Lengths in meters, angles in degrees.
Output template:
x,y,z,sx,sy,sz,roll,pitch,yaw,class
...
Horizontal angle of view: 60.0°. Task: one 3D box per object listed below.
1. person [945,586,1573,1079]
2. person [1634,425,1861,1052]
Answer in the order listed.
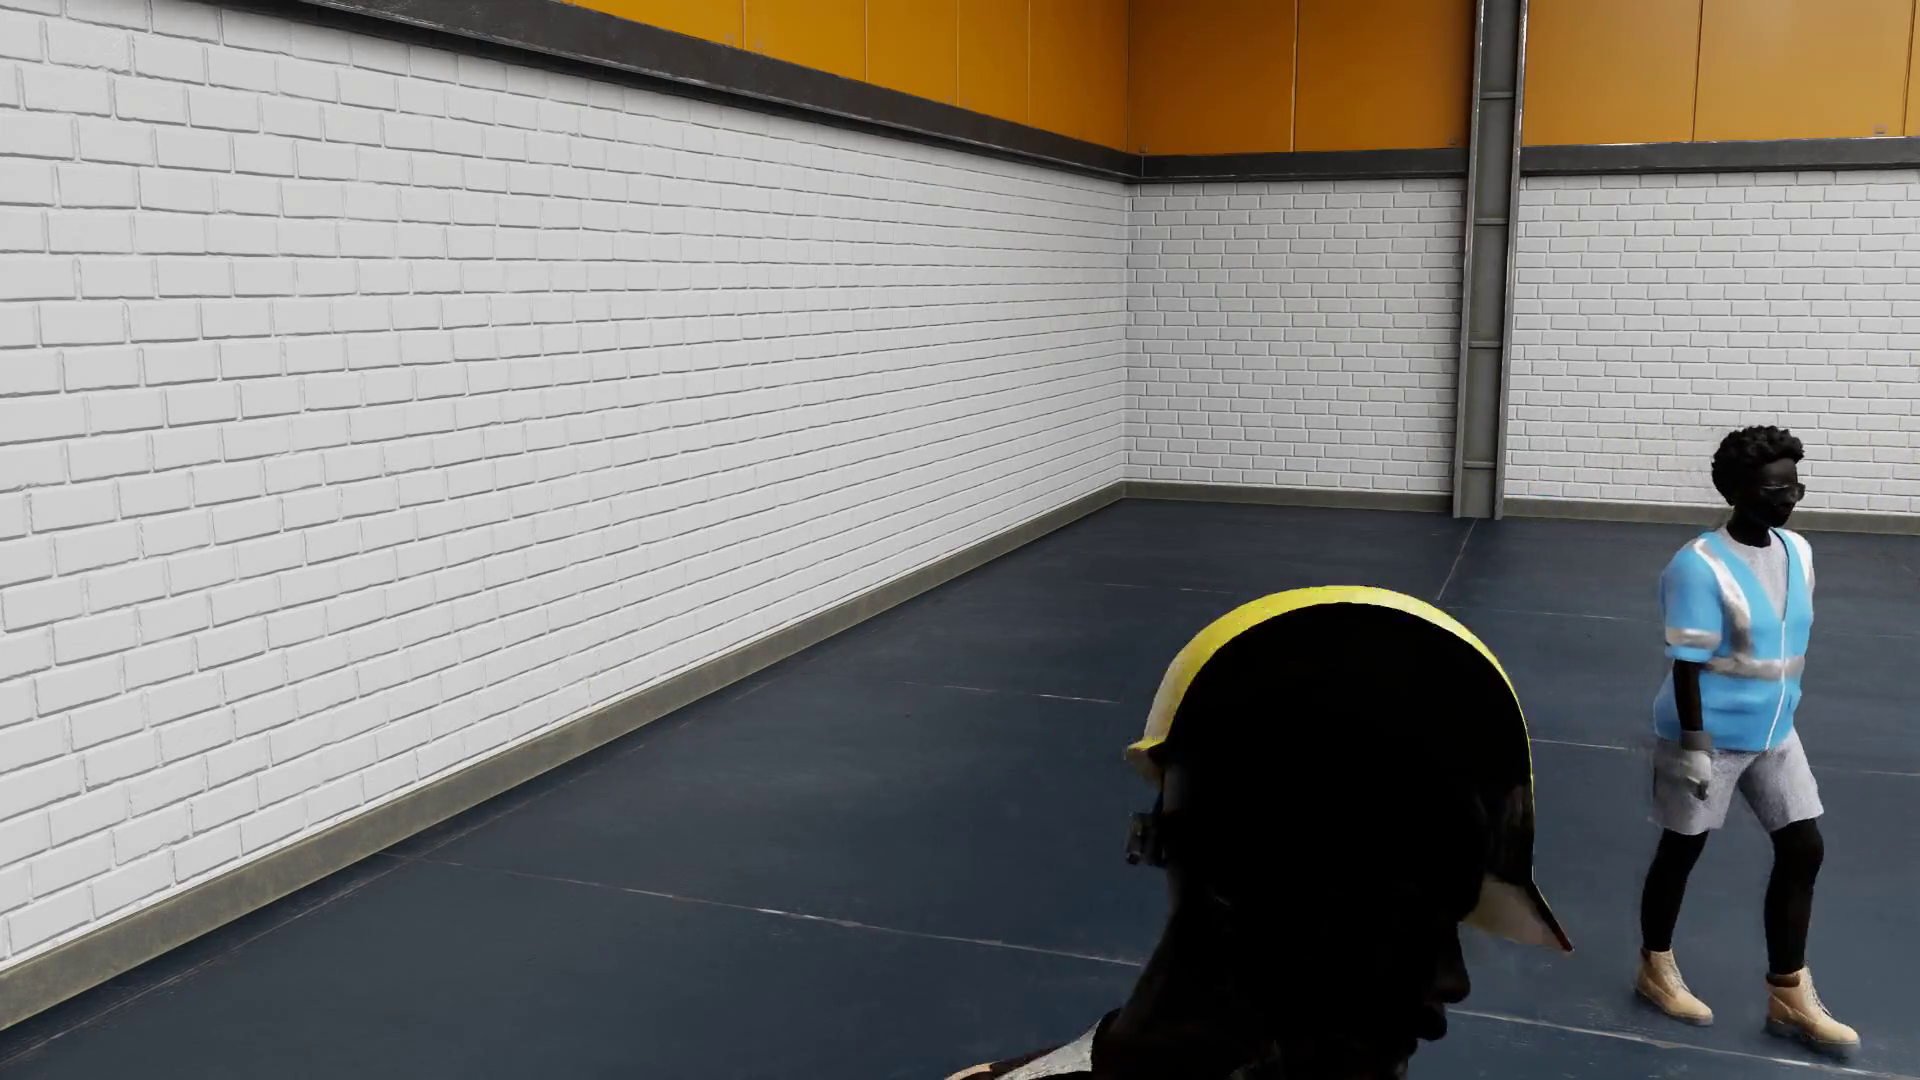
x,y,z,sx,sy,sz,roll,pitch,yaw,class
0.035,0.969,1.096,0.762,1.876,0.425,-7,12,-39,person
2.132,0.539,4.421,0.548,1.670,0.693,-4,10,-24,person
